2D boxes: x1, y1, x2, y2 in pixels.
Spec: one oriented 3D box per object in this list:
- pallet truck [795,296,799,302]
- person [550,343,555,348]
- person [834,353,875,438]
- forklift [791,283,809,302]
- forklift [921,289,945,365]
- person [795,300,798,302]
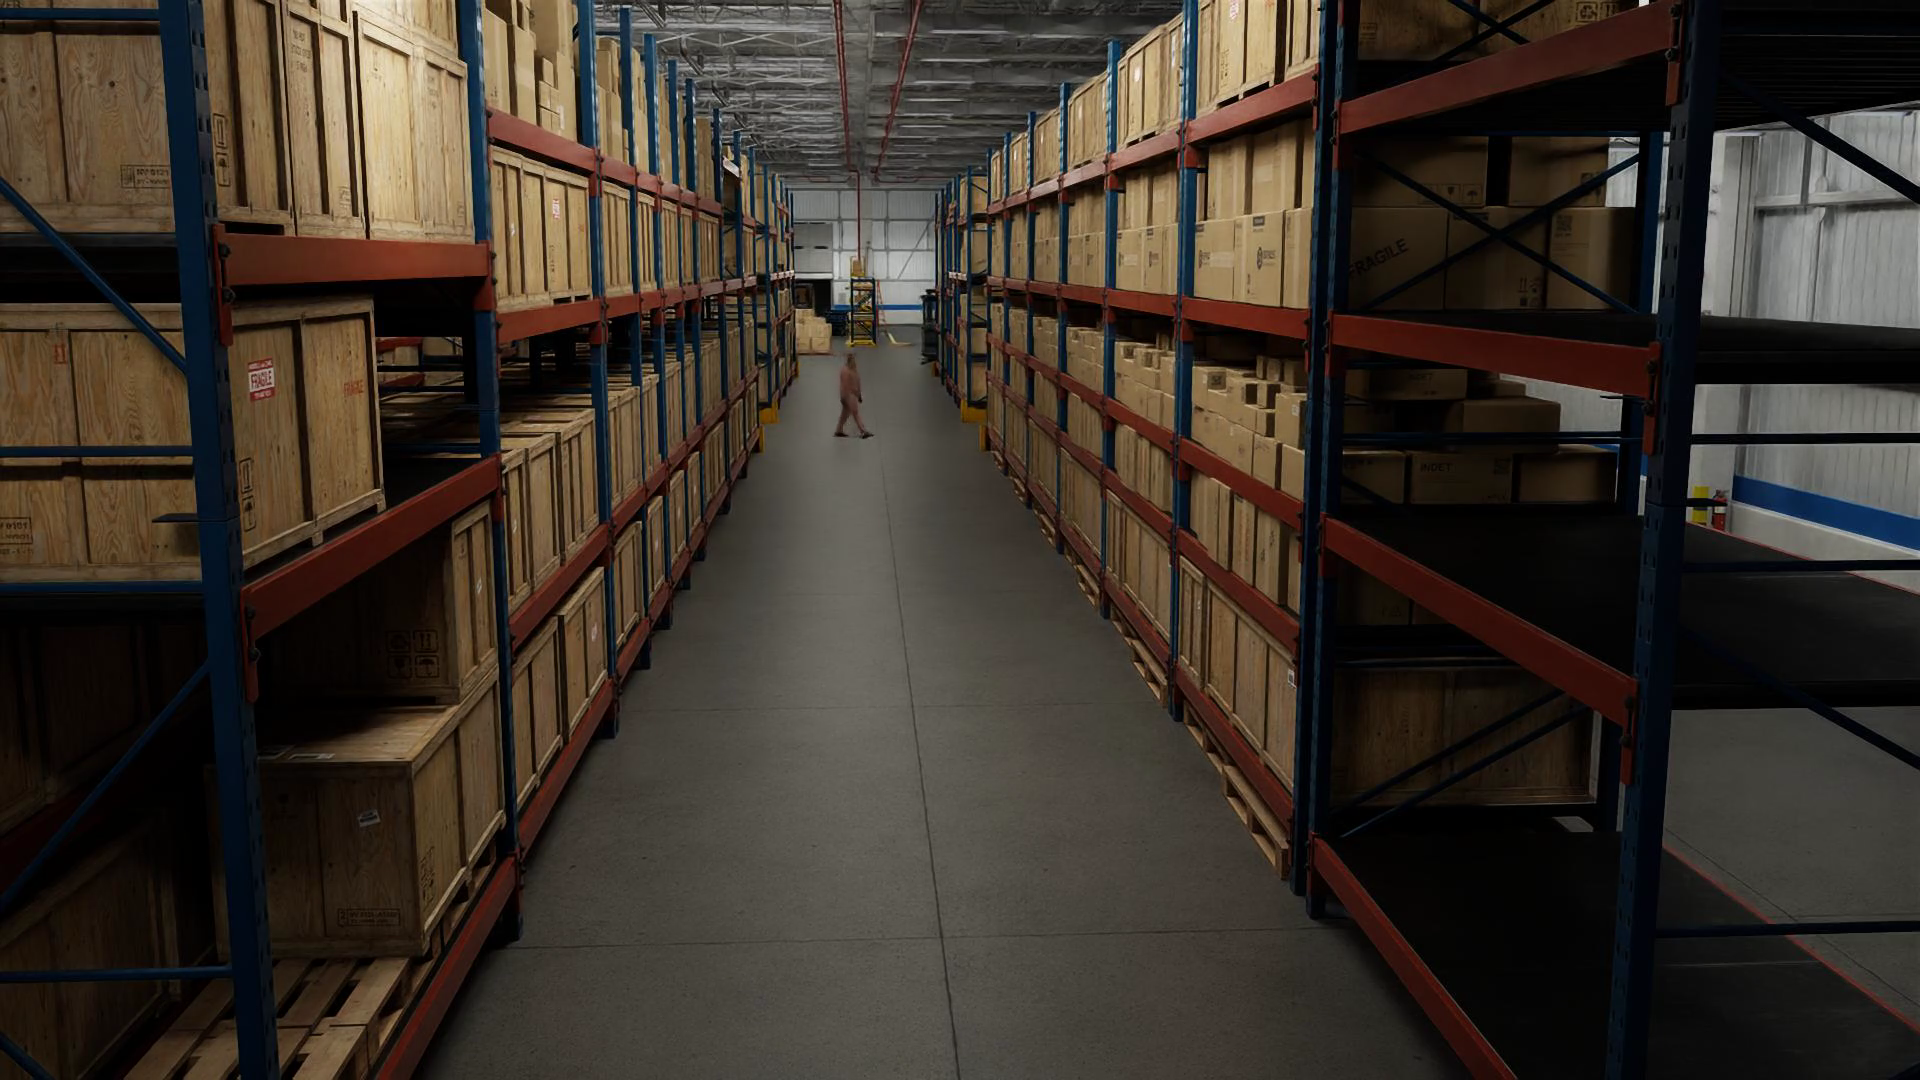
[{"bbox_3d":[-8.622,-12.439,91.403,1.885,1.965,0.823,2,10,13],"label":"pallet truck"},{"bbox_3d":[-10.491,-4.256,43.042,0.645,1.823,0.456,-1,10,-5],"label":"person"},{"bbox_3d":[-2.337,-3.145,36.316,0.986,1.852,0.664,3,10,15],"label":"person"},{"bbox_3d":[-7.629,-10.870,79.397,1.129,2.768,1.873,-2,10,-10],"label":"forklift"},{"bbox_3d":[-0.784,-7.952,61.968,1.129,2.768,1.873,1,10,6],"label":"forklift"},{"bbox_3d":[-8.581,-11.810,88.091,0.853,1.857,0.579,-6,11,-33],"label":"person"}]
